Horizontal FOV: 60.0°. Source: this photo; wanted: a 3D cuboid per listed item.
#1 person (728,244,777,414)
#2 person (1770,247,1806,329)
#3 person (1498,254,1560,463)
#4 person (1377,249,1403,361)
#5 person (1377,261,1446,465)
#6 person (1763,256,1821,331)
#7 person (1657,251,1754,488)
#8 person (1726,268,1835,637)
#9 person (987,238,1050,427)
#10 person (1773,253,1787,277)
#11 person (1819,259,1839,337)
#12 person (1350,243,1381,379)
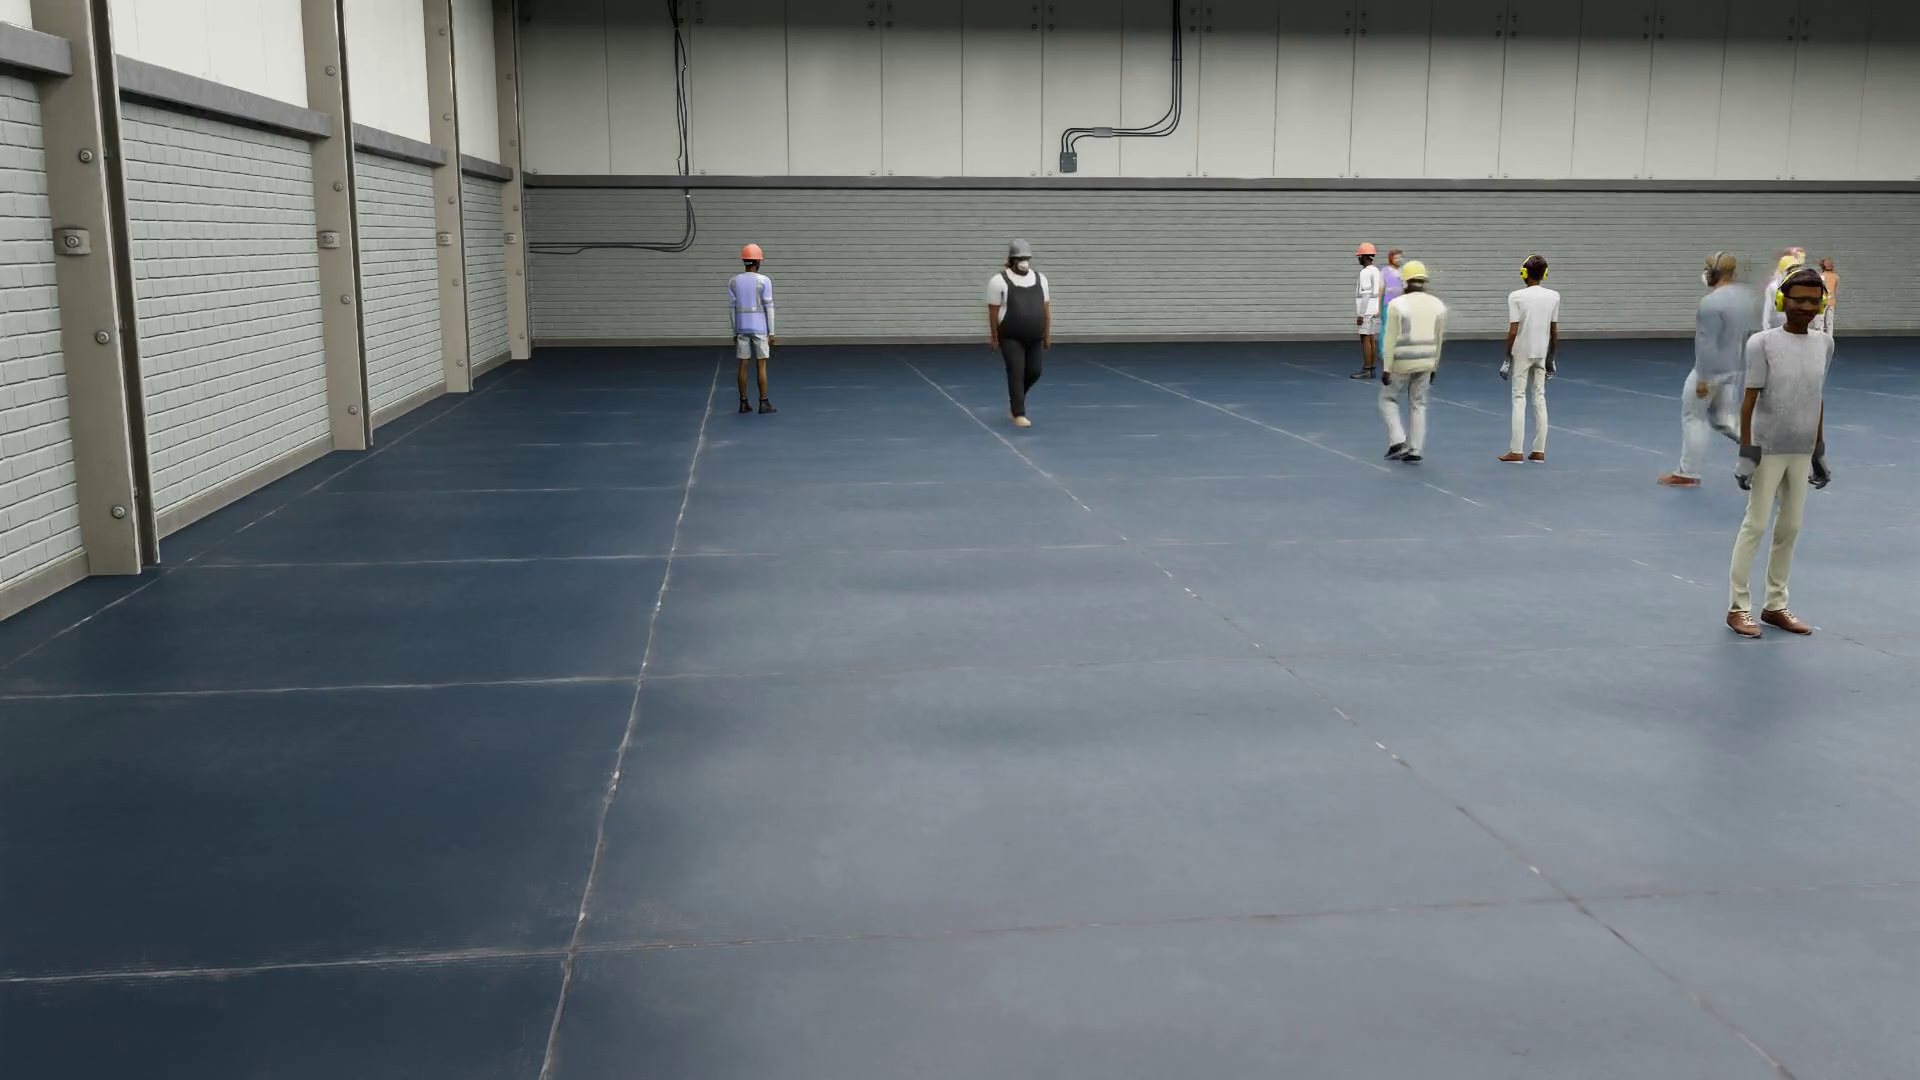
[{"bbox_3d":[-2.373,-2.415,19.097,0.545,1.938,0.357,3,11,17],"label":"person"},{"bbox_3d":[11.193,-3.013,22.542,0.556,1.881,0.696,8,13,36],"label":"person"},{"bbox_3d":[5.094,-1.617,14.909,0.533,1.870,0.315,-2,11,-13],"label":"person"},{"bbox_3d":[6.970,-3.782,26.902,0.617,1.819,0.531,-4,11,-23],"label":"person"},{"bbox_3d":[3.994,-1.563,14.771,0.615,1.805,0.439,-3,11,-17],"label":"person"},{"bbox_3d":[10.702,-2.756,21.424,0.605,1.767,0.898,10,14,42],"label":"person"},{"bbox_3d":[6.085,-1.333,13.244,0.638,1.913,0.835,-9,14,-41],"label":"person"},{"bbox_3d":[4.186,-0.436,8.444,0.535,1.865,0.311,-3,11,-14],"label":"person"},{"bbox_3d":[0.629,-2.260,17.962,0.687,2.000,0.799,-4,11,-21],"label":"person"},{"bbox_3d":[14.364,-4.118,28.907,0.534,1.766,0.317,1,10,7],"label":"person"},{"bbox_3d":[15.320,-4.159,29.483,0.511,1.638,0.307,-4,11,-19],"label":"person"},{"bbox_3d":[5.775,-3.259,23.725,0.373,1.934,0.551,6,12,30],"label":"person"}]
